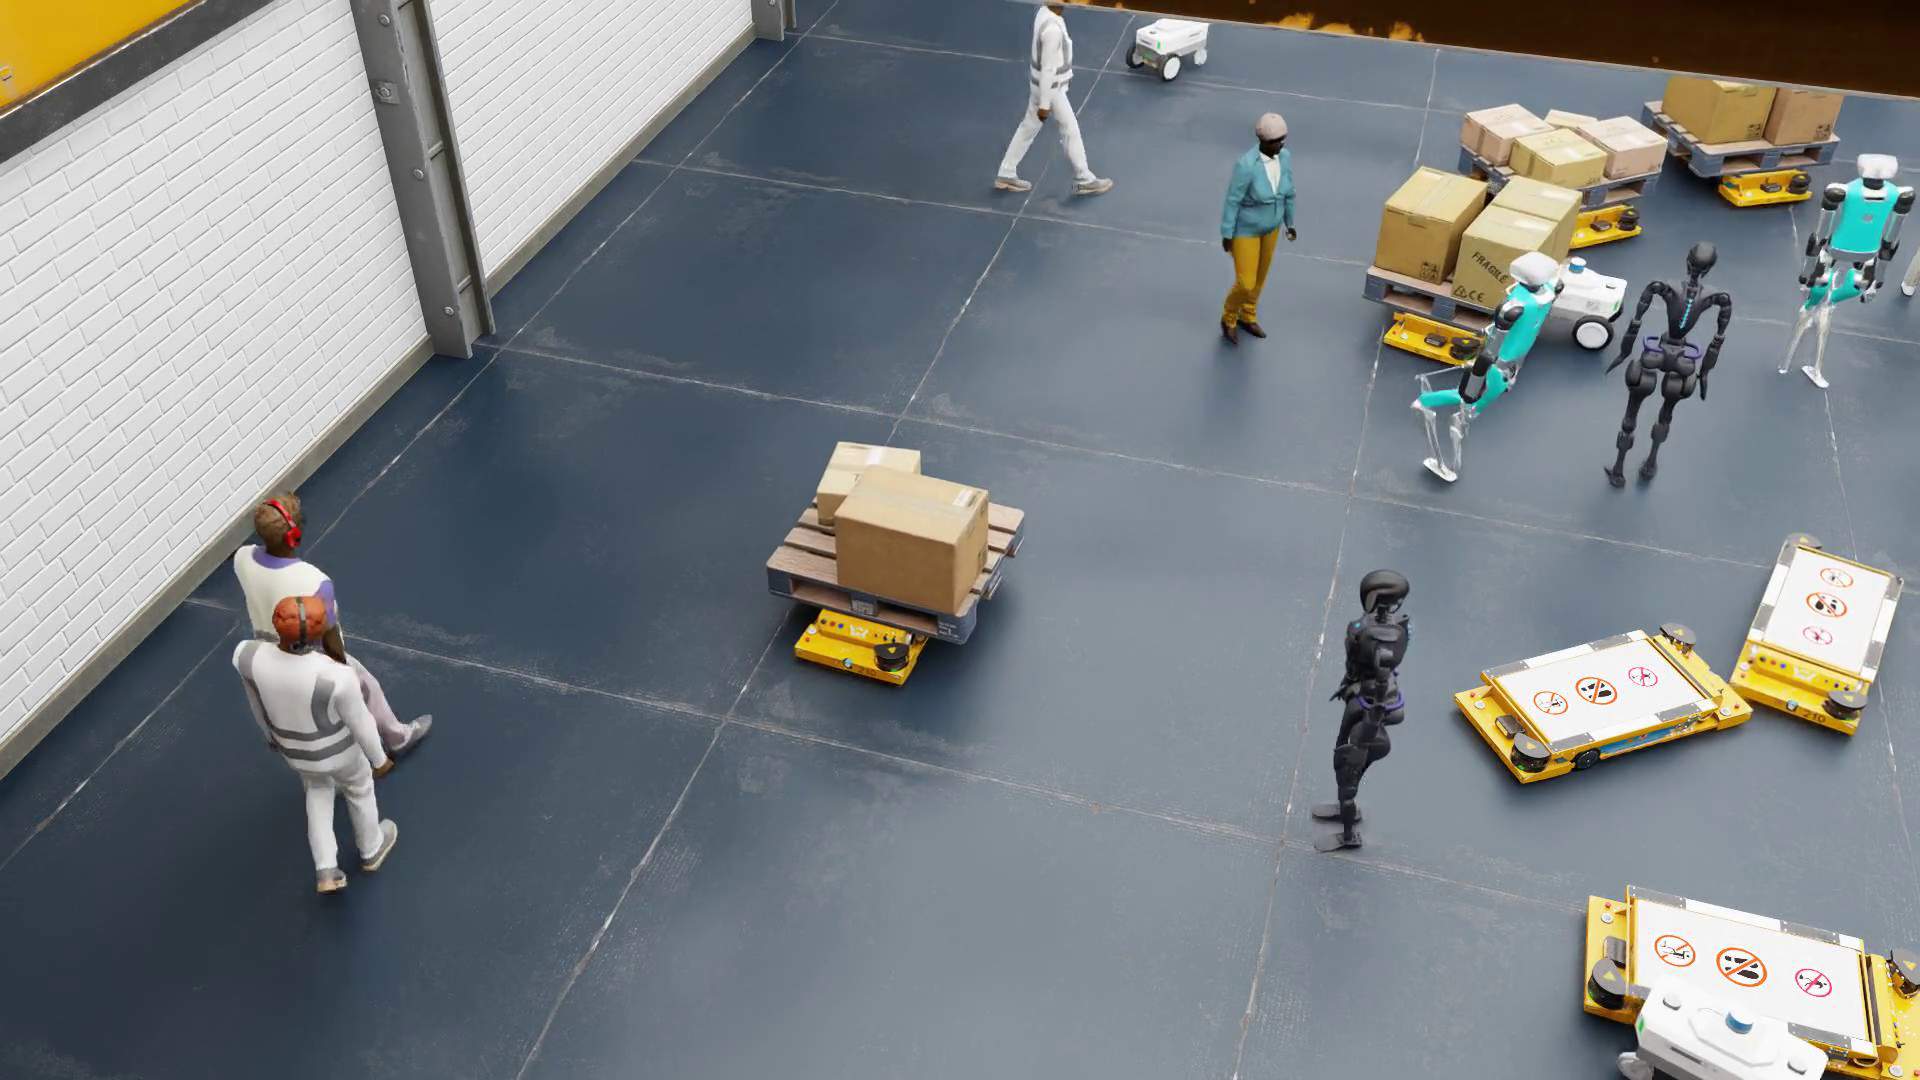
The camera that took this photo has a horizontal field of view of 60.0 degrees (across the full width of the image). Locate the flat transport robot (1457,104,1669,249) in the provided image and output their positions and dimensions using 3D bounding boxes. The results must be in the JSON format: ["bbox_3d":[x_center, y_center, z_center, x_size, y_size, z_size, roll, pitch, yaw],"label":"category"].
[{"bbox_3d":[4.799,-2.803,13.491,0.659,0.231,1.431,-14,41,-17],"label":"flat transport robot"}]

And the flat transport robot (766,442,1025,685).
[{"bbox_3d":[-0.363,0.251,9.692,0.659,0.231,1.431,14,41,17],"label":"flat transport robot"}]

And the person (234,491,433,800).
[{"bbox_3d":[-3.094,0.495,8.155,0.585,1.808,0.880,17,42,20],"label":"person"}]

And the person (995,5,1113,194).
[{"bbox_3d":[0.735,-3.616,13.256,0.977,1.833,0.593,-2,39,-3],"label":"person"}]

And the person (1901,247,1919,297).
[{"bbox_3d":[7.243,-2.465,11.972,0.513,1.644,0.306,22,44,25],"label":"person"}]

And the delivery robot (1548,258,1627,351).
[{"bbox_3d":[4.399,-1.715,11.924,0.784,0.613,0.522,17,42,20],"label":"delivery robot"}]

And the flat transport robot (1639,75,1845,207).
[{"bbox_3d":[6.479,-3.232,14.025,0.659,0.231,1.431,-8,39,-9],"label":"flat transport robot"}]

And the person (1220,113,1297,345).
[{"bbox_3d":[2.052,-2.128,11.470,0.559,1.734,0.417,-22,44,-25],"label":"person"}]

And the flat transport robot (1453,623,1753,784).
[{"bbox_3d":[3.457,0.864,8.930,1.431,0.231,0.659,-12,40,-15],"label":"flat transport robot"}]

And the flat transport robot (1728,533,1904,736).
[{"bbox_3d":[4.849,0.497,9.386,0.659,0.231,1.431,22,44,25],"label":"flat transport robot"}]

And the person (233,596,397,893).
[{"bbox_3d":[-2.895,0.916,7.597,0.613,1.854,0.547,5,39,6],"label":"person"}]

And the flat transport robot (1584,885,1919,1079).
[{"bbox_3d":[3.583,2.009,7.506,1.431,0.231,0.659,11,40,14],"label":"flat transport robot"}]

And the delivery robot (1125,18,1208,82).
[{"bbox_3d":[1.964,-4.653,15.579,0.815,0.614,0.499,-28,47,-30],"label":"delivery robot"}]

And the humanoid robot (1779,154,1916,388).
[{"bbox_3d":[5.839,-1.820,11.125,0.570,1.808,0.723,8,40,10],"label":"humanoid robot"}]

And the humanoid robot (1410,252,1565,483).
[{"bbox_3d":[3.092,-0.987,10.145,0.548,1.873,0.816,-29,47,-31],"label":"humanoid robot"}]

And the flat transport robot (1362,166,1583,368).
[{"bbox_3d":[3.681,-1.719,12.142,0.659,0.231,1.431,23,44,26],"label":"flat transport robot"}]

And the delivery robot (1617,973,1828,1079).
[{"bbox_3d":[3.256,2.201,7.047,0.794,0.606,0.499,25,45,28],"label":"delivery robot"}]

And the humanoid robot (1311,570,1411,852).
[{"bbox_3d":[1.910,0.806,7.879,0.322,1.654,0.589,1,39,2],"label":"humanoid robot"}]

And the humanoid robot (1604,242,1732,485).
[{"bbox_3d":[4.317,-1.079,10.220,0.600,1.652,0.335,12,40,14],"label":"humanoid robot"}]
